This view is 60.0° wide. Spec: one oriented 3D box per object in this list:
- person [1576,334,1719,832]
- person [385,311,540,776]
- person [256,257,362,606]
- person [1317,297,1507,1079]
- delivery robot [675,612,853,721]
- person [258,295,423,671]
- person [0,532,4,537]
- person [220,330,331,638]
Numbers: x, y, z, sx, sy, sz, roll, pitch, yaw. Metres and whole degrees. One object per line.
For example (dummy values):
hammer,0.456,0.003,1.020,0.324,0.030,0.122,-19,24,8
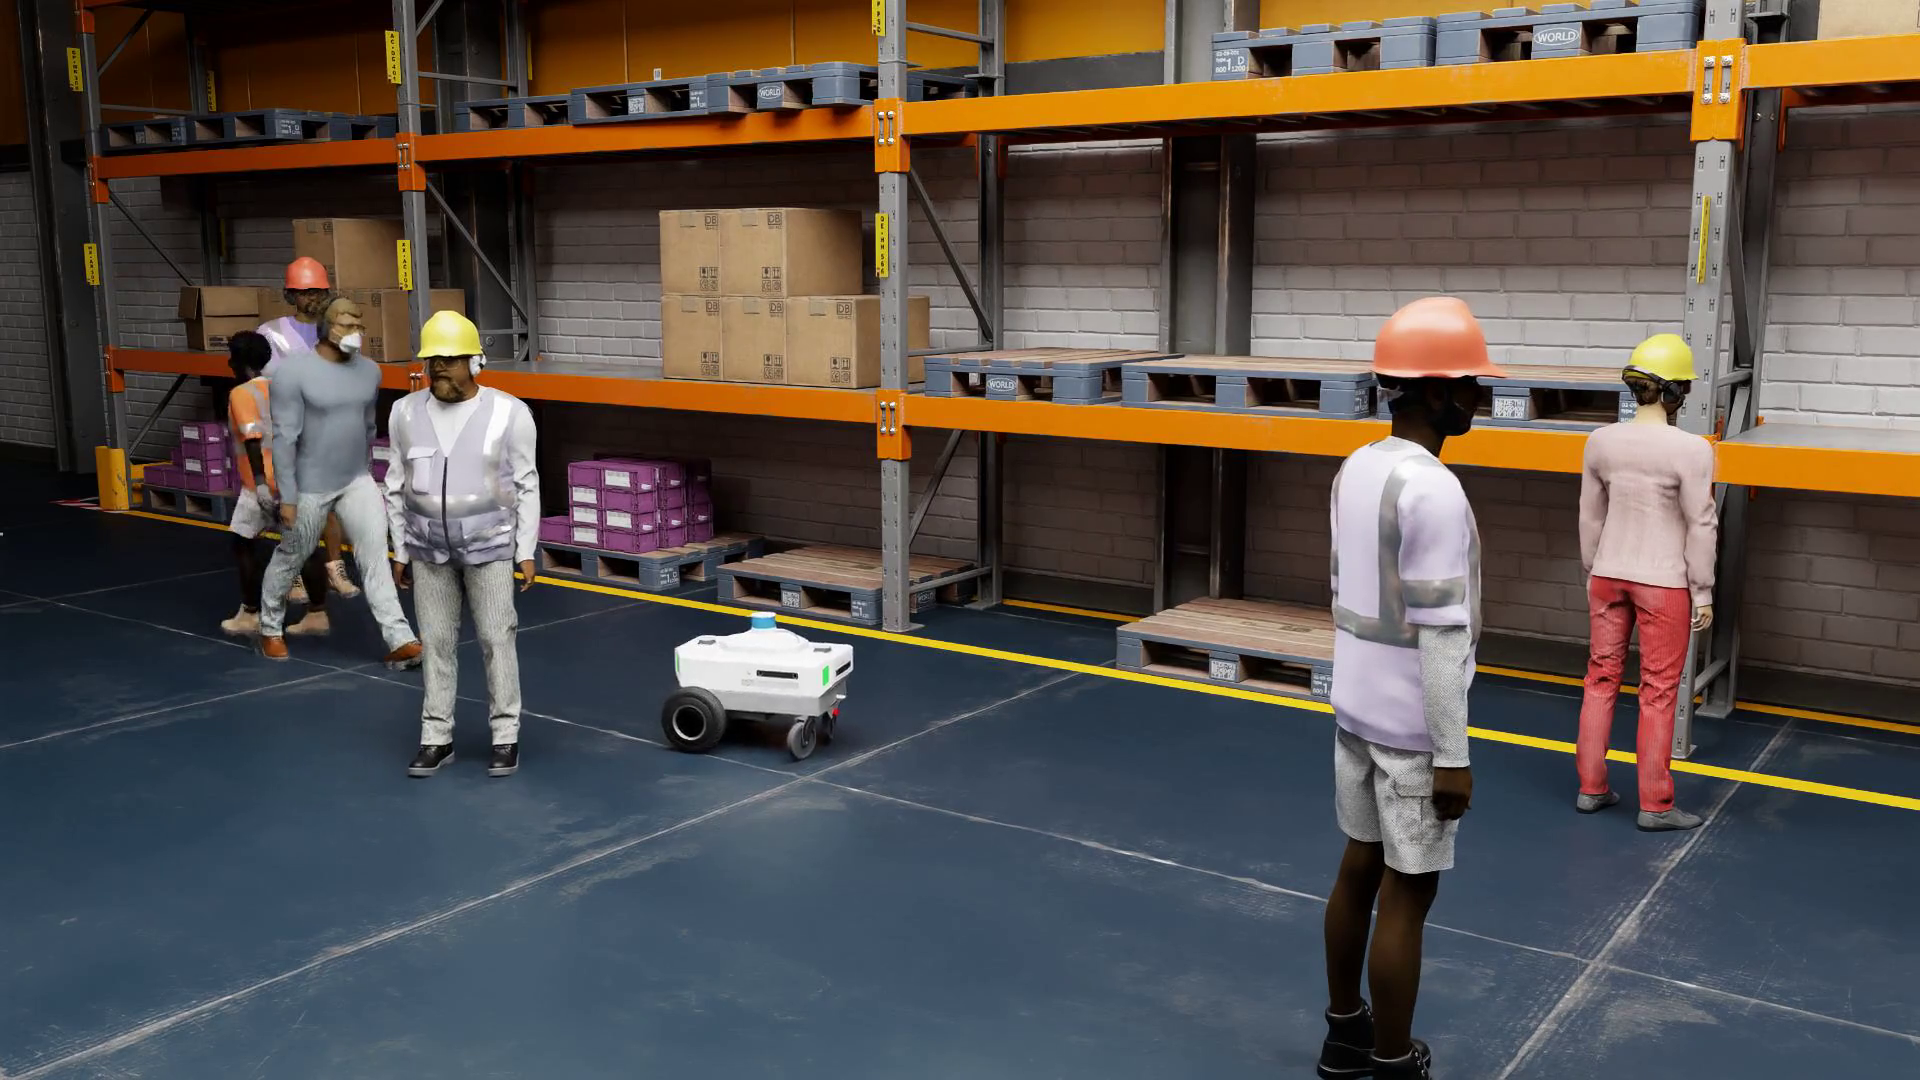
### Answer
person,2.448,0.154,5.940,0.310,1.769,0.525,-6,11,-33
person,-1.947,0.025,6.509,0.593,1.832,0.403,0,10,1
person,-3.819,-0.644,9.862,0.609,2.044,0.394,-9,13,-41
person,1.060,0.408,3.910,0.361,1.939,0.543,-2,10,-10
delivery robot,-0.814,0.543,6.942,0.707,0.478,0.477,3,10,15
person,-3.123,-0.276,8.257,1.153,1.864,0.647,7,12,35
person,-7.425,-0.828,12.258,0.741,1.610,0.500,6,11,31
person,-3.710,-0.293,8.930,0.712,1.643,0.547,2,10,11
